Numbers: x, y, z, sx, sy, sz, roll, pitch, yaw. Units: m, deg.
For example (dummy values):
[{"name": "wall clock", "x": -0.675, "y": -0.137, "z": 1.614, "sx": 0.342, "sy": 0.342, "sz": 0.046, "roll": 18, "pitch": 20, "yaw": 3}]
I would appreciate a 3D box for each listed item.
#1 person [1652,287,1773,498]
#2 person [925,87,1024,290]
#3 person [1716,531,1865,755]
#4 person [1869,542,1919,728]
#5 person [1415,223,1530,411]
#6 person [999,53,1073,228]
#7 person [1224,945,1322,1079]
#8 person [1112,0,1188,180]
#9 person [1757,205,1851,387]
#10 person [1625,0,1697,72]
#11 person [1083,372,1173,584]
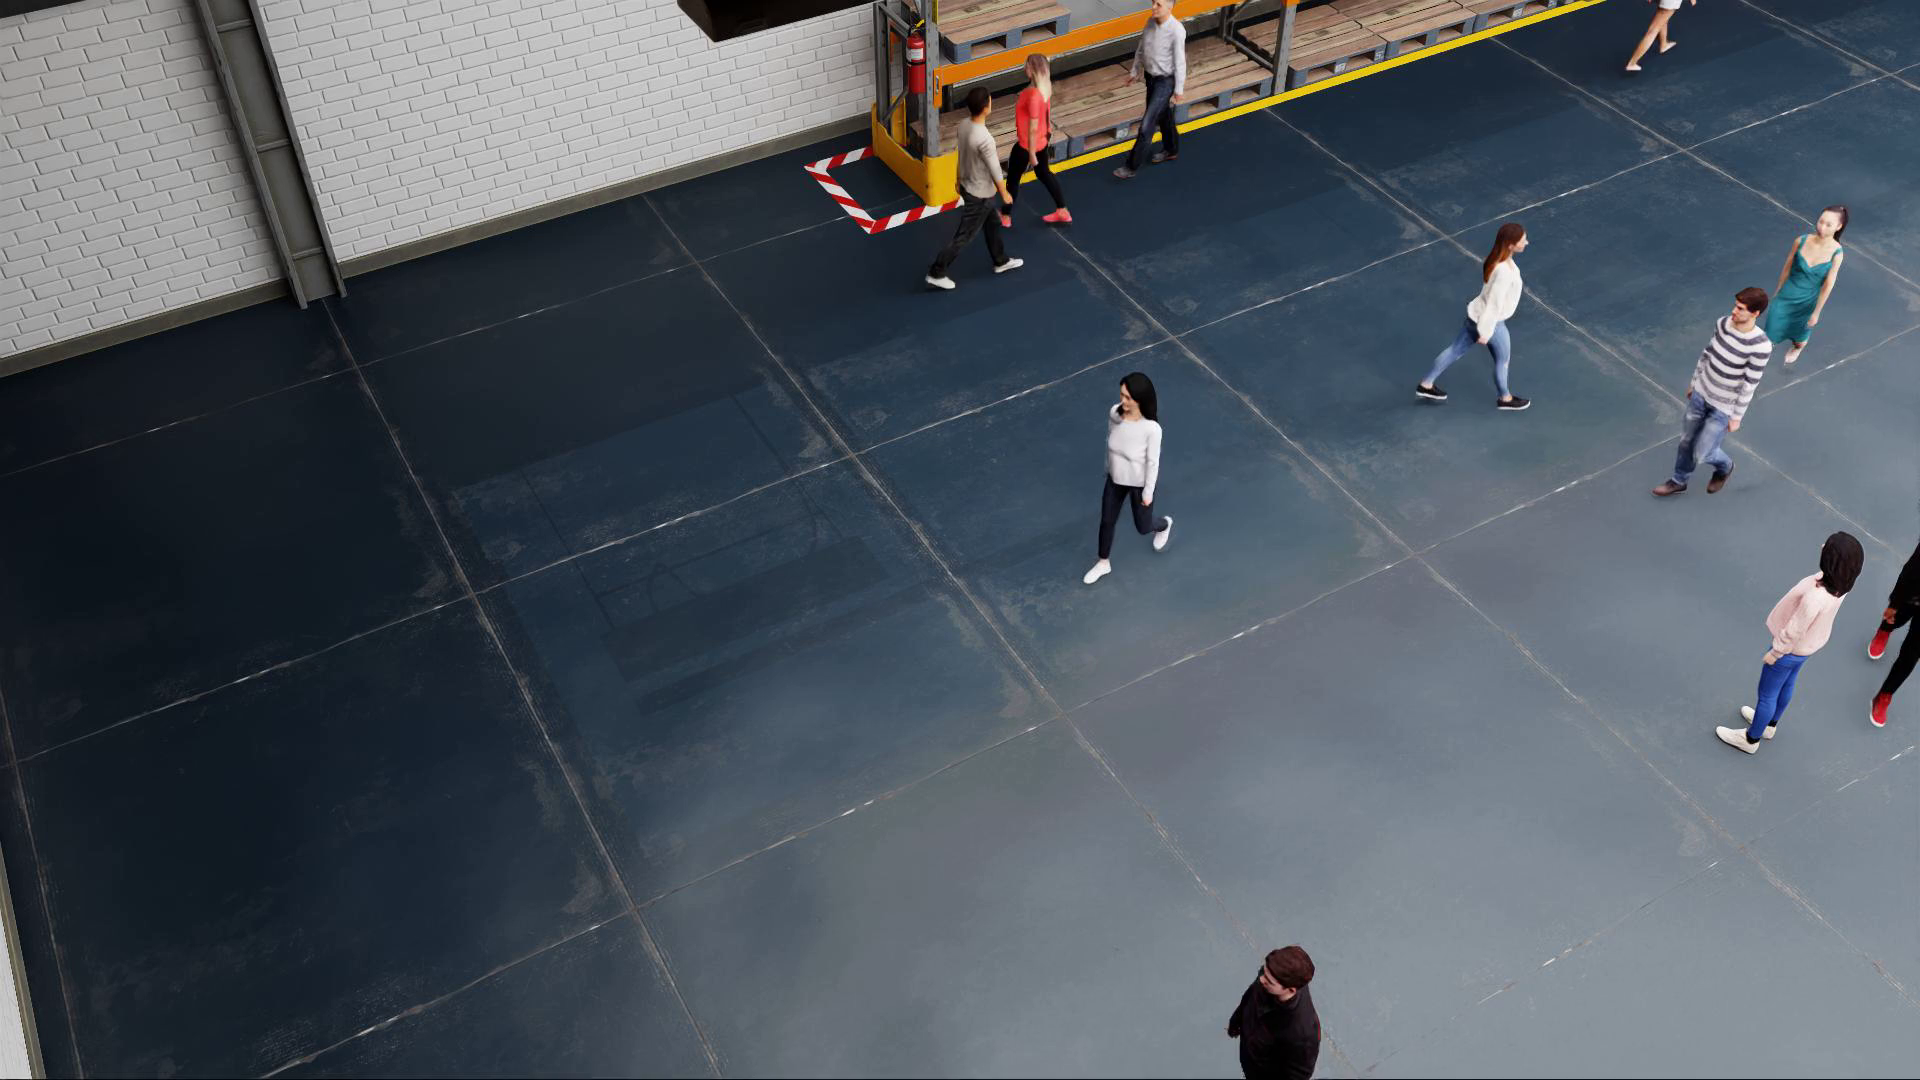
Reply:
[{"name": "person", "x": 5.458, "y": -1.019, "z": 11.804, "sx": 0.821, "sy": 1.841, "sz": 0.727, "roll": -15, "pitch": 46, "yaw": -15}, {"name": "person", "x": 0.055, "y": -2.856, "z": 13.784, "sx": 1.190, "sy": 1.769, "sz": 0.760, "roll": -15, "pitch": 46, "yaw": -15}, {"name": "person", "x": 5.090, "y": 0.632, "z": 10.122, "sx": 0.522, "sy": 1.769, "sz": 0.736, "roll": -28, "pitch": 50, "yaw": -26}, {"name": "person", "x": 6.094, "y": 0.337, "z": 10.527, "sx": 0.991, "sy": 1.637, "sz": 1.183, "roll": 21, "pitch": 47, "yaw": 20}, {"name": "person", "x": 3.917, "y": -1.669, "z": 12.625, "sx": 1.185, "sy": 1.648, "sz": 1.031, "roll": 5, "pitch": 44, "yaw": 5}, {"name": "person", "x": 0.716, "y": -3.449, "z": 14.482, "sx": 1.057, "sy": 1.665, "sz": 1.018, "roll": 12, "pitch": 45, "yaw": 12}, {"name": "person", "x": 1.577, "y": 2.538, "z": 8.021, "sx": 0.975, "sy": 1.908, "sz": 0.891, "roll": -4, "pitch": 44, "yaw": -4}, {"name": "person", "x": 1.896, "y": -4.217, "z": 15.203, "sx": 1.044, "sy": 1.783, "sz": 0.664, "roll": -20, "pitch": 47, "yaw": -20}, {"name": "person", "x": 6.490, "y": -1.842, "z": 12.801, "sx": 0.764, "sy": 1.656, "sz": 1.081, "roll": 31, "pitch": 52, "yaw": 29}, {"name": "person", "x": 7.039, "y": -5.427, "z": 16.636, "sx": 1.054, "sy": 1.557, "sz": 0.552, "roll": -22, "pitch": 48, "yaw": -21}, {"name": "person", "x": 1.213, "y": -0.435, "z": 11.305, "sx": 0.828, "sy": 1.683, "sz": 1.055, "roll": 32, "pitch": 52, "yaw": 29}]
